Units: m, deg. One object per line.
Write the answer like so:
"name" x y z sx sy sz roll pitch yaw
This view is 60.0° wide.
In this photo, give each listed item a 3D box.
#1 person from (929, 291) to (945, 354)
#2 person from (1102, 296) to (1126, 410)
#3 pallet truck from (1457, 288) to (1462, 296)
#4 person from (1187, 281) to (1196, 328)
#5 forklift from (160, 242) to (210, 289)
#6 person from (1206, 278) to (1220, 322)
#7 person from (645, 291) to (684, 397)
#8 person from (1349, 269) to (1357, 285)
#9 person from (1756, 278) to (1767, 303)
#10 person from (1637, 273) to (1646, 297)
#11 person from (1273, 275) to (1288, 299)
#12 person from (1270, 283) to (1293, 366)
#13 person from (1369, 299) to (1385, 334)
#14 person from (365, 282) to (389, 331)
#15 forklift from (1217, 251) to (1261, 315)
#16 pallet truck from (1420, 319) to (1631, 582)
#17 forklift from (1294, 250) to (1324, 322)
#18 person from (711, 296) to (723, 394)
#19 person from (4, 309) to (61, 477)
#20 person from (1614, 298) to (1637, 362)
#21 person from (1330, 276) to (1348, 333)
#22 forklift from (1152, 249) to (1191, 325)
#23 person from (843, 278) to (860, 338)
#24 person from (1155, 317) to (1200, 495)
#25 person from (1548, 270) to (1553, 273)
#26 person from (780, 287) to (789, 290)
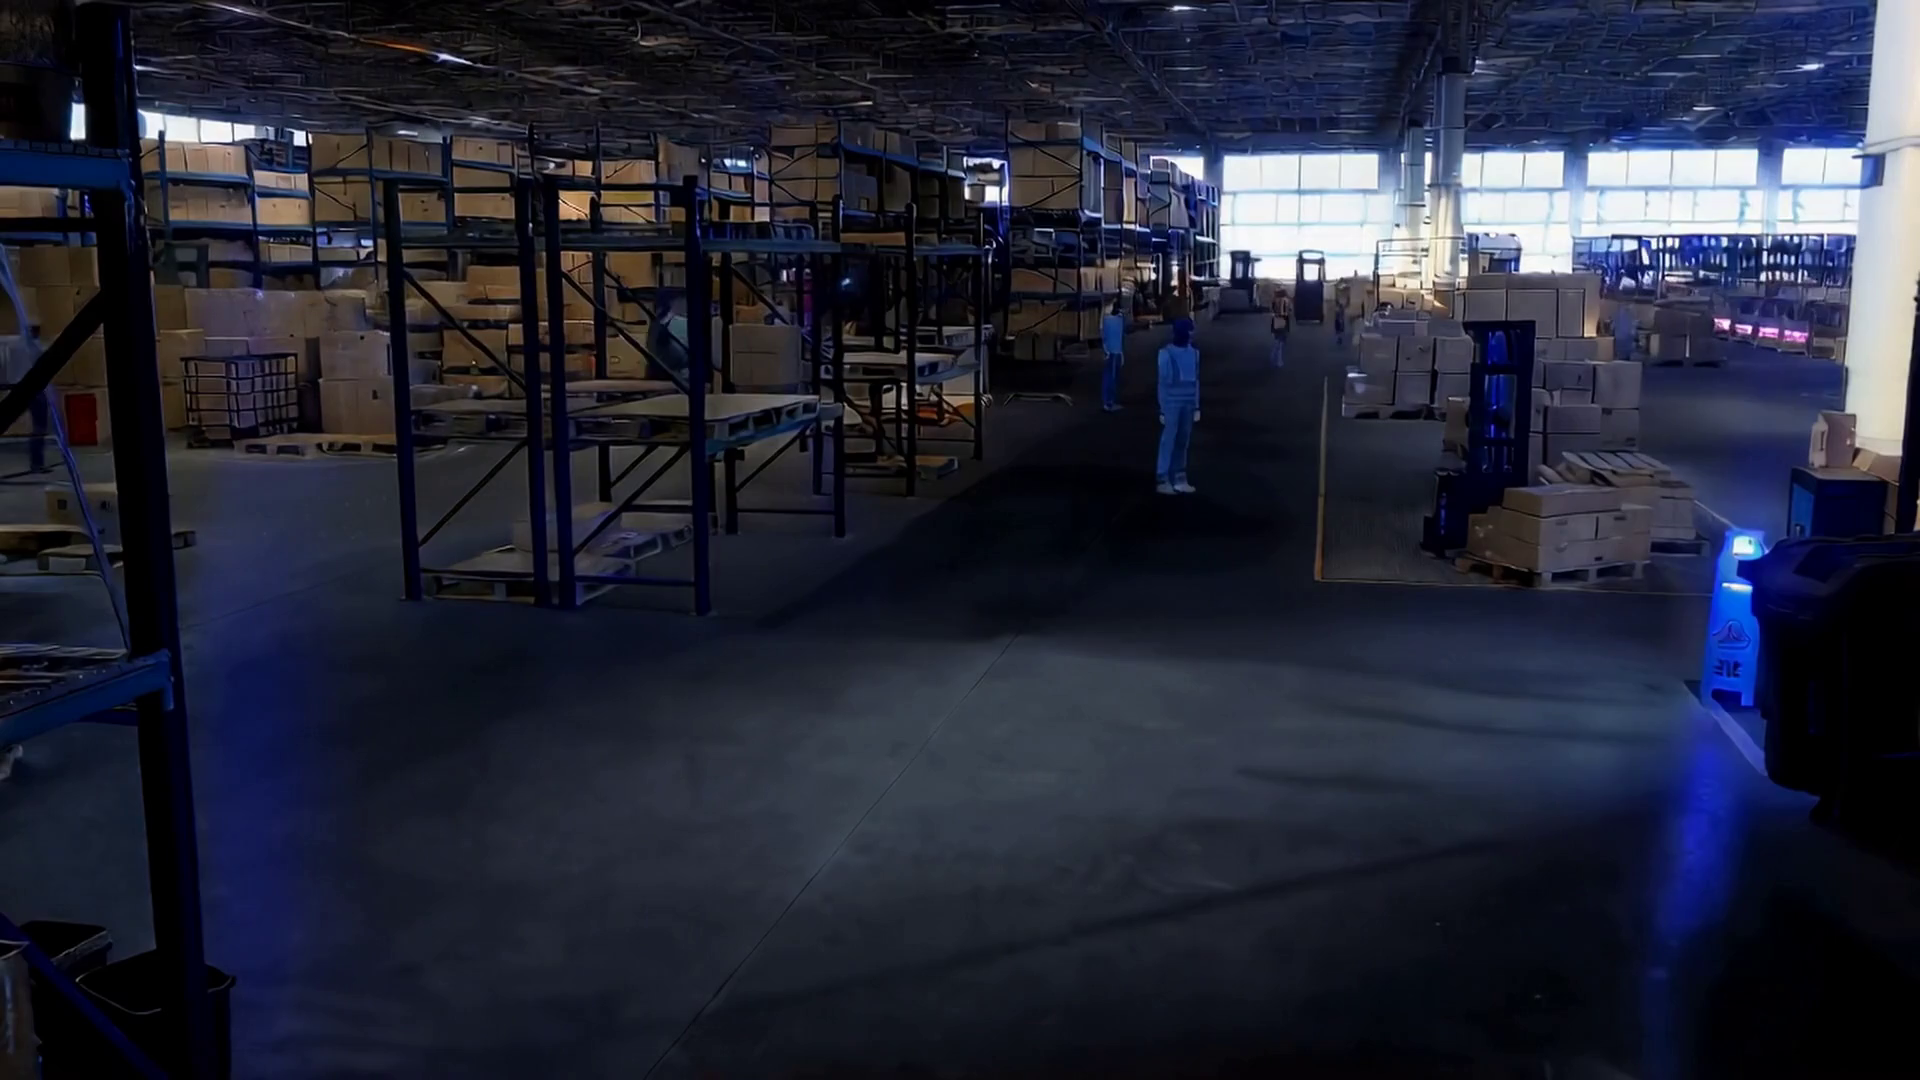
"person" -0.727 -5.598 42.925 0.733 1.661 0.556 2 10 12
"person" 2.538 -3.075 27.394 0.328 1.876 0.508 9 13 42
"pallet truck" 20.506 -9.785 68.819 0.653 1.274 1.630 2 10 12
"person" 8.120 -8.231 58.448 0.321 1.695 0.537 2 10 11
"forklift" -16.063 -4.810 34.690 1.129 2.768 1.873 2 10 12
"person" 9.944 -9.428 65.367 0.547 1.741 0.711 1 10 6
"person" -4.412 -2.696 24.656 0.685 2.000 0.539 6 11 30
"person" 18.619 -11.829 78.870 0.375 1.995 0.611 -2 10 -9
"person" 31.641 -9.513 65.885 0.784 1.733 0.553 0 10 1
"person" 33.091 -12.092 80.941 0.647 1.814 0.606 2 10 10
"person" 13.453 -10.201 69.799 0.614 1.808 0.570 2 10 13
"person" 7.496 -5.018 38.781 0.424 1.921 0.551 -8 12 -38
"person" 8.796 -4.258 35.097 0.515 1.636 0.315 -9 13 -43
"person" -14.616 -5.518 41.762 0.587 1.911 0.397 -5 11 -27
"forklift" 12.471 -11.488 74.235 1.873 2.768 1.129 -9 13 -42
"pallet truck" 4.543 -0.757 13.299 0.823 1.965 1.885 -4 10 -22
"forklift" 13.778 -10.002 65.433 1.129 2.768 1.873 2 10 12
"person" -3.652 -2.603 24.403 0.636 1.939 0.363 -5 11 -27
"person" -10.498 -1.657 18.875 0.445 1.907 0.618 3 10 17
"person" 14.962 -4.654 37.492 0.517 1.609 0.510 8 12 39
"person" 12.742 -7.916 55.920 0.551 1.923 0.398 3 10 18
"forklift" 7.646 -9.320 61.395 1.873 2.768 1.129 2 10 11
"person" -2.815 -5.530 41.573 0.612 1.995 0.377 -3 10 -16
"person" 2.306 -1.410 17.539 0.574 1.876 0.354 -8 12 -39
"person" 28.120 -11.857 79.203 0.602 1.939 0.398 -2 10 -10
"person" -6.803 -9.361 65.350 0.582 1.609 0.532 6 11 32
